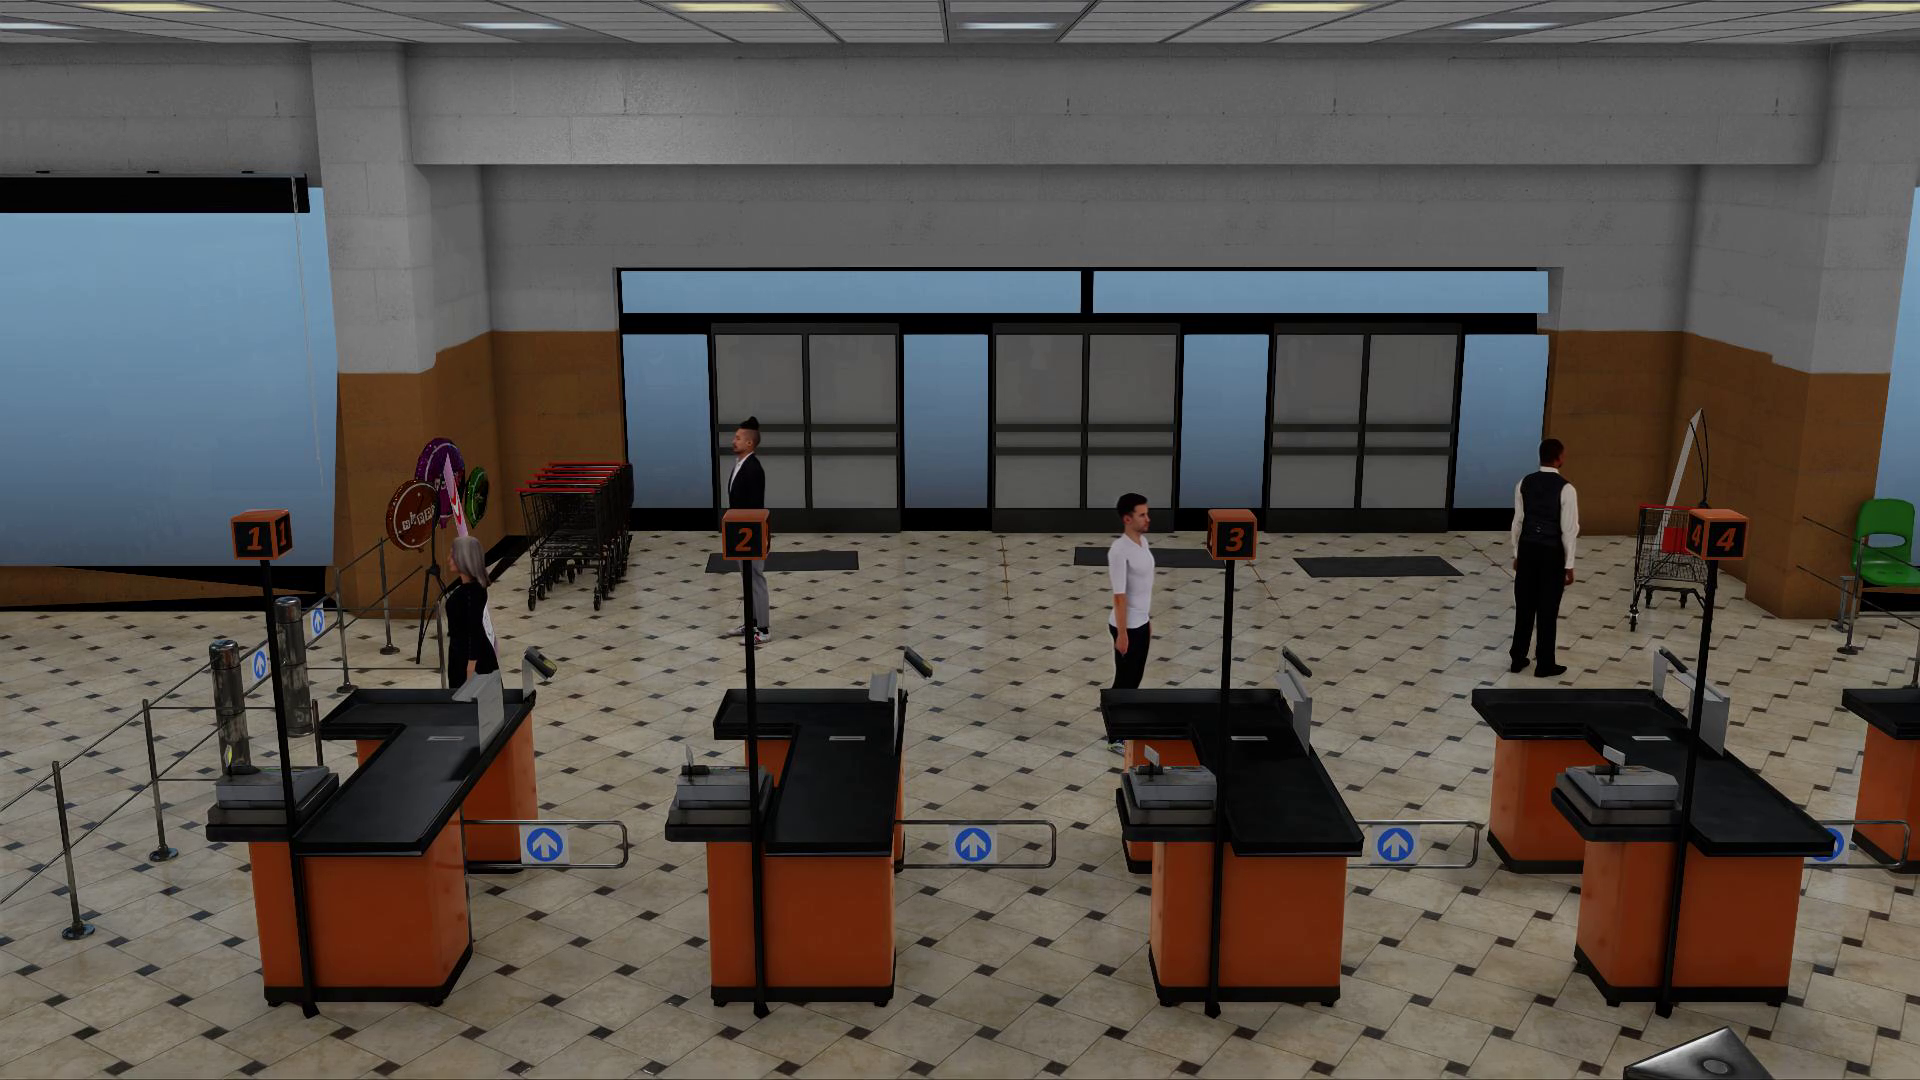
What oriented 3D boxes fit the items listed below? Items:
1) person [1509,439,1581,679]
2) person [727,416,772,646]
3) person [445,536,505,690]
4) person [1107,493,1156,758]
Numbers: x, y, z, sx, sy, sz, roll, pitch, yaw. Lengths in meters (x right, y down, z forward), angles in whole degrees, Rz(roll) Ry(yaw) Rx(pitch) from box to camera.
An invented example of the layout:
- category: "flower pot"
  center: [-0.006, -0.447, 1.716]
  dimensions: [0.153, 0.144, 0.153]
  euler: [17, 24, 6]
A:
- category: "person"
  center: [4.659, 0.134, 13.319]
  dimensions: [0.831, 1.919, 0.765]
  euler: [-13, 19, -42]
- category: "person"
  center: [-1.786, -0.089, 14.176]
  dimensions: [0.847, 1.948, 0.687]
  euler: [-6, 15, -22]
- category: "person"
  center: [-3.182, 0.819, 10.859]
  dimensions: [0.739, 1.747, 0.626]
  euler: [-6, 15, -22]
- category: "person"
  center: [1.194, 0.575, 11.643]
  dimensions: [0.816, 1.851, 0.668]
  euler: [7, 15, 26]
